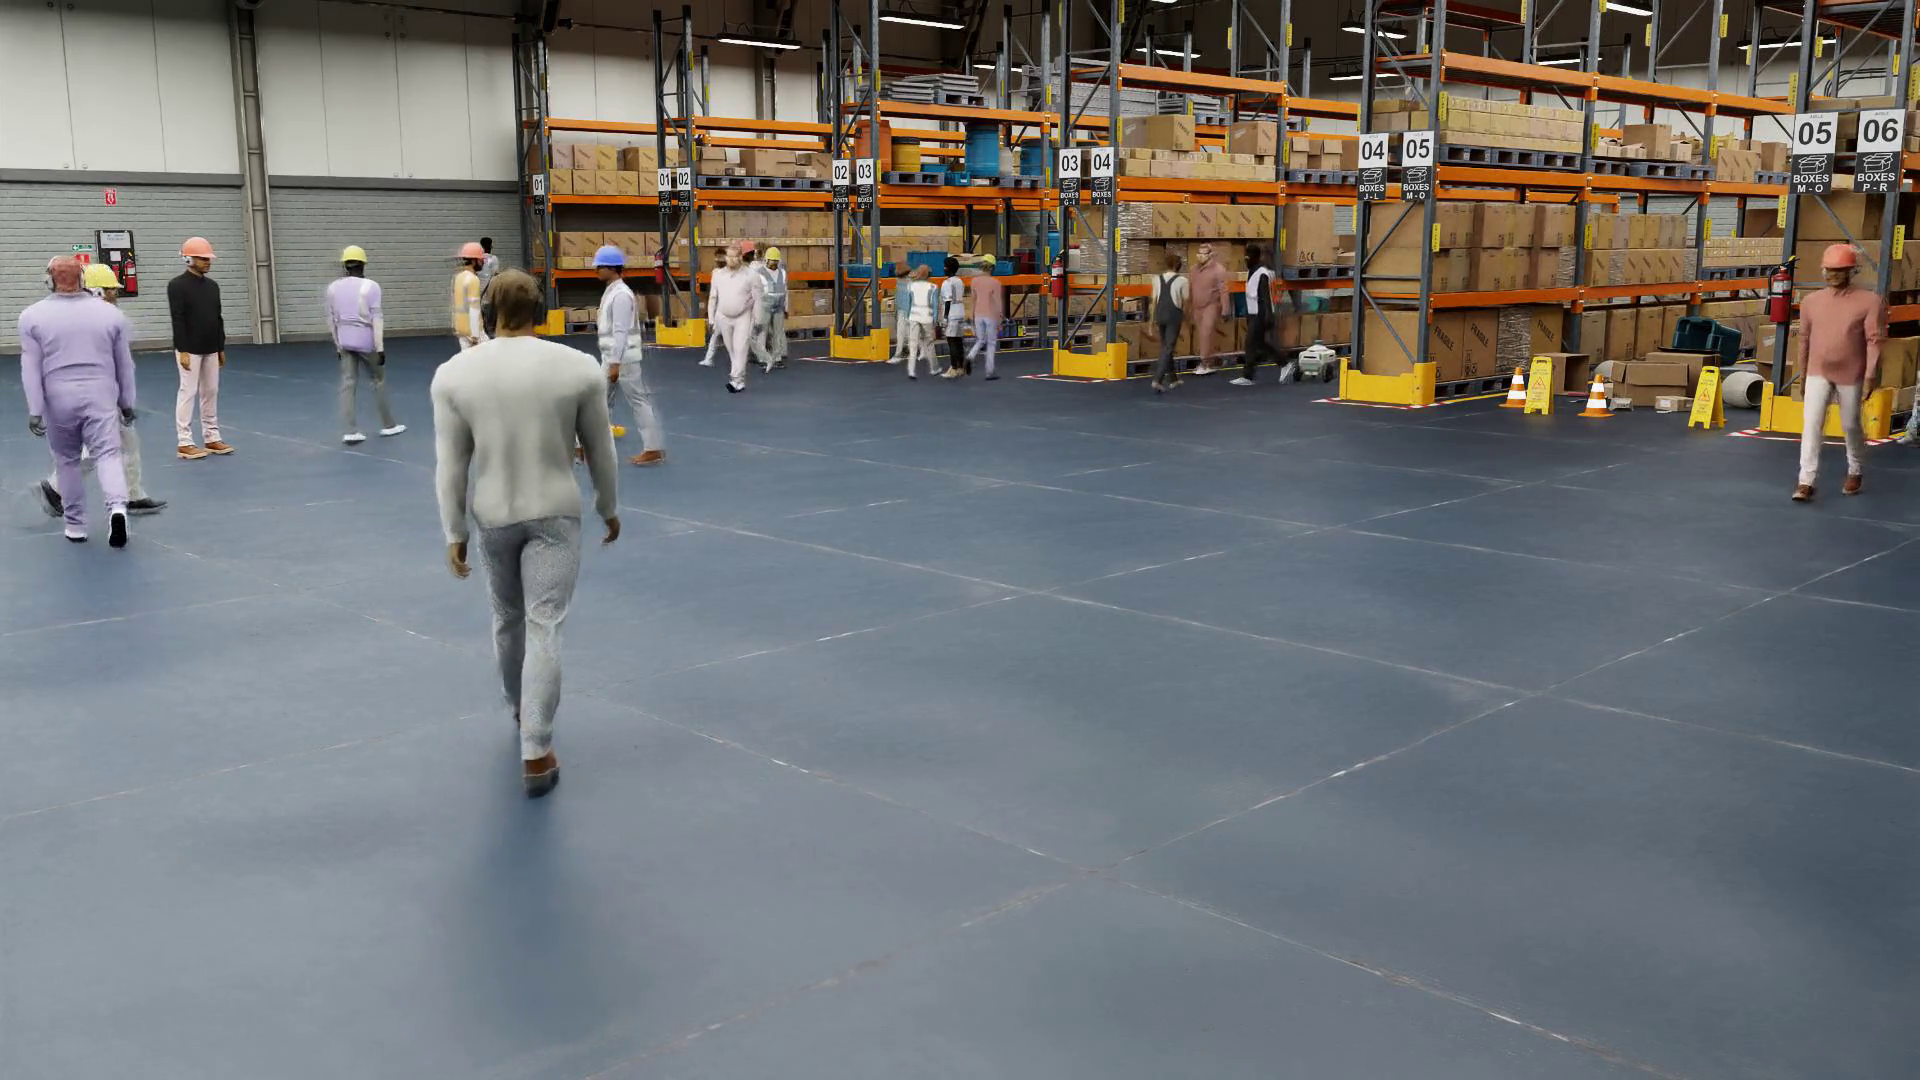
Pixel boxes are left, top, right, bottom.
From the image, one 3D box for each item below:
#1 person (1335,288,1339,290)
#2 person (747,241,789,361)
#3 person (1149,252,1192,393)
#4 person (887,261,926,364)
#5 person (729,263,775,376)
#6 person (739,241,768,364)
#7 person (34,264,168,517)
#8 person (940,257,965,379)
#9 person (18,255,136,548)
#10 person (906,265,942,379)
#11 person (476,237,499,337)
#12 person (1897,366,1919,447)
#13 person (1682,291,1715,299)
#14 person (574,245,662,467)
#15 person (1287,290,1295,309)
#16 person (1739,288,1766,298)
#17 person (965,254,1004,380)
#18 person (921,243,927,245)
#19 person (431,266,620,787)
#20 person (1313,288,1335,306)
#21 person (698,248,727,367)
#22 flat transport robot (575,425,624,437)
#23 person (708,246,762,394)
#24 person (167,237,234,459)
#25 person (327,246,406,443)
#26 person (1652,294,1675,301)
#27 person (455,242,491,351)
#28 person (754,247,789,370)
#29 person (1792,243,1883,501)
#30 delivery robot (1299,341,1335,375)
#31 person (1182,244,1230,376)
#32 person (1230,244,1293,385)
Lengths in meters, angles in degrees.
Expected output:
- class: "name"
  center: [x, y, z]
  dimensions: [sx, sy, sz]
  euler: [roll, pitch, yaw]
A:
- class: "person"
  center: [8.641, -6.066, 38.953]
  dimensions: [1.020, 1.874, 0.552]
  euler: [-5, 12, -26]
- class: "person"
  center: [-3.176, -3.786, 26.464]
  dimensions: [0.961, 1.890, 0.639]
  euler: [0, 10, 3]
- class: "person"
  center: [2.690, -2.801, 21.411]
  dimensions: [0.516, 1.800, 0.975]
  euler: [7, 13, 35]
- class: "person"
  center: [-0.850, -3.615, 26.325]
  dimensions: [0.723, 1.605, 0.514]
  euler: [-5, 11, -25]
- class: "person"
  center: [-3.003, -3.169, 23.882]
  dimensions: [0.777, 1.603, 0.507]
  euler: [-9, 13, -39]
- class: "person"
  center: [-3.238, -3.691, 25.910]
  dimensions: [0.572, 1.902, 0.589]
  euler: [0, 10, 1]
- class: "person"
  center: [-6.157, -1.051, 11.809]
  dimensions: [0.769, 1.806, 0.598]
  euler: [-5, 11, -24]
- class: "person"
  center: [-0.108, -3.129, 23.428]
  dimensions: [0.322, 1.697, 0.534]
  euler: [5, 11, 24]
- class: "person"
  center: [-5.667, -0.892, 10.741]
  dimensions: [0.657, 1.882, 0.871]
  euler: [-8, 13, -36]
- class: "person"
  center: [-0.528, -3.072, 23.429]
  dimensions: [0.526, 1.590, 0.877]
  euler: [3, 11, 16]
- class: "person"
  center: [-9.400, -5.041, 33.117]
  dimensions: [0.603, 1.966, 0.368]
  euler: [4, 11, 19]
- class: "person"
  center: [9.346, -1.734, 15.821]
  dimensions: [0.899, 1.696, 0.497]
  euler: [-7, 13, -34]
- class: "person"
  center: [13.732, -4.625, 30.928]
  dimensions: [0.627, 1.940, 0.373]
  euler: [9, 14, 41]
- class: "person"
  center: [-3.047, -1.567, 14.334]
  dimensions: [0.988, 1.899, 0.641]
  euler: [-5, 11, -24]
- class: "person"
  center: [8.867, -7.273, 45.439]
  dimensions: [0.868, 1.926, 0.638]
  euler: [1, 10, 3]
- class: "person"
  center: [15.048, -4.704, 31.631]
  dimensions: [0.920, 1.853, 0.597]
  euler: [-10, 14, -43]
- class: "person"
  center: [0.350, -3.103, 23.148]
  dimensions: [0.528, 1.749, 0.467]
  euler: [7, 13, 35]
- class: "person"
  center: [-0.744, -5.705, 37.141]
  dimensions: [0.535, 1.832, 0.953]
  euler: [9, 14, 40]
- class: "person"
  center: [-1.631, -0.085, 6.337]
  dimensions: [0.647, 1.880, 1.040]
  euler: [-1, 10, -5]
- class: "person"
  center: [6.741, -4.535, 30.997]
  dimensions: [0.848, 1.731, 0.523]
  euler: [-10, 14, -44]
- class: "person"
  center: [-3.608, -3.558, 25.490]
  dimensions: [0.531, 1.808, 1.015]
  euler: [6, 12, 28]
- class: "flat transport robot"
  center: [-4.040, -1.075, 16.235]
  dimensions: [0.652, 0.197, 1.431]
  euler: [8, 13, 36]
- class: "person"
  center: [-2.896, -2.795, 21.159]
  dimensions: [0.672, 1.852, 0.970]
  euler: [2, 11, 12]
- class: "person"
  center: [-6.901, -1.747, 15.131]
  dimensions: [0.415, 1.986, 0.605]
  euler: [3, 11, 17]
- class: "person"
  center: [-5.832, -1.920, 16.303]
  dimensions: [0.598, 1.887, 0.885]
  euler: [2, 11, 12]
- class: "person"
  center: [13.451, -4.708, 31.780]
  dimensions: [0.413, 1.787, 0.639]
  euler: [-4, 11, -19]
- class: "person"
  center: [-5.440, -2.361, 18.641]
  dimensions: [0.408, 1.922, 0.544]
  euler: [-8, 13, -39]
- class: "person"
  center: [-2.836, -3.494, 25.079]
  dimensions: [0.587, 1.822, 0.404]
  euler: [-7, 13, -35]
- class: "person"
  center: [6.743, -1.292, 12.758]
  dimensions: [0.623, 1.948, 1.048]
  euler: [9, 14, 42]
- class: "delivery robot"
  center: [4.980, -2.536, 23.173]
  dimensions: [0.477, 0.478, 0.707]
  euler: [6, 12, 28]
- class: "person"
  center: [3.448, -3.283, 23.799]
  dimensions: [0.835, 1.875, 0.673]
  euler: [-8, 13, -38]
- class: "person"
  center: [4.110, -3.048, 22.481]
  dimensions: [0.822, 1.887, 0.616]
  euler: [-1, 10, -5]
